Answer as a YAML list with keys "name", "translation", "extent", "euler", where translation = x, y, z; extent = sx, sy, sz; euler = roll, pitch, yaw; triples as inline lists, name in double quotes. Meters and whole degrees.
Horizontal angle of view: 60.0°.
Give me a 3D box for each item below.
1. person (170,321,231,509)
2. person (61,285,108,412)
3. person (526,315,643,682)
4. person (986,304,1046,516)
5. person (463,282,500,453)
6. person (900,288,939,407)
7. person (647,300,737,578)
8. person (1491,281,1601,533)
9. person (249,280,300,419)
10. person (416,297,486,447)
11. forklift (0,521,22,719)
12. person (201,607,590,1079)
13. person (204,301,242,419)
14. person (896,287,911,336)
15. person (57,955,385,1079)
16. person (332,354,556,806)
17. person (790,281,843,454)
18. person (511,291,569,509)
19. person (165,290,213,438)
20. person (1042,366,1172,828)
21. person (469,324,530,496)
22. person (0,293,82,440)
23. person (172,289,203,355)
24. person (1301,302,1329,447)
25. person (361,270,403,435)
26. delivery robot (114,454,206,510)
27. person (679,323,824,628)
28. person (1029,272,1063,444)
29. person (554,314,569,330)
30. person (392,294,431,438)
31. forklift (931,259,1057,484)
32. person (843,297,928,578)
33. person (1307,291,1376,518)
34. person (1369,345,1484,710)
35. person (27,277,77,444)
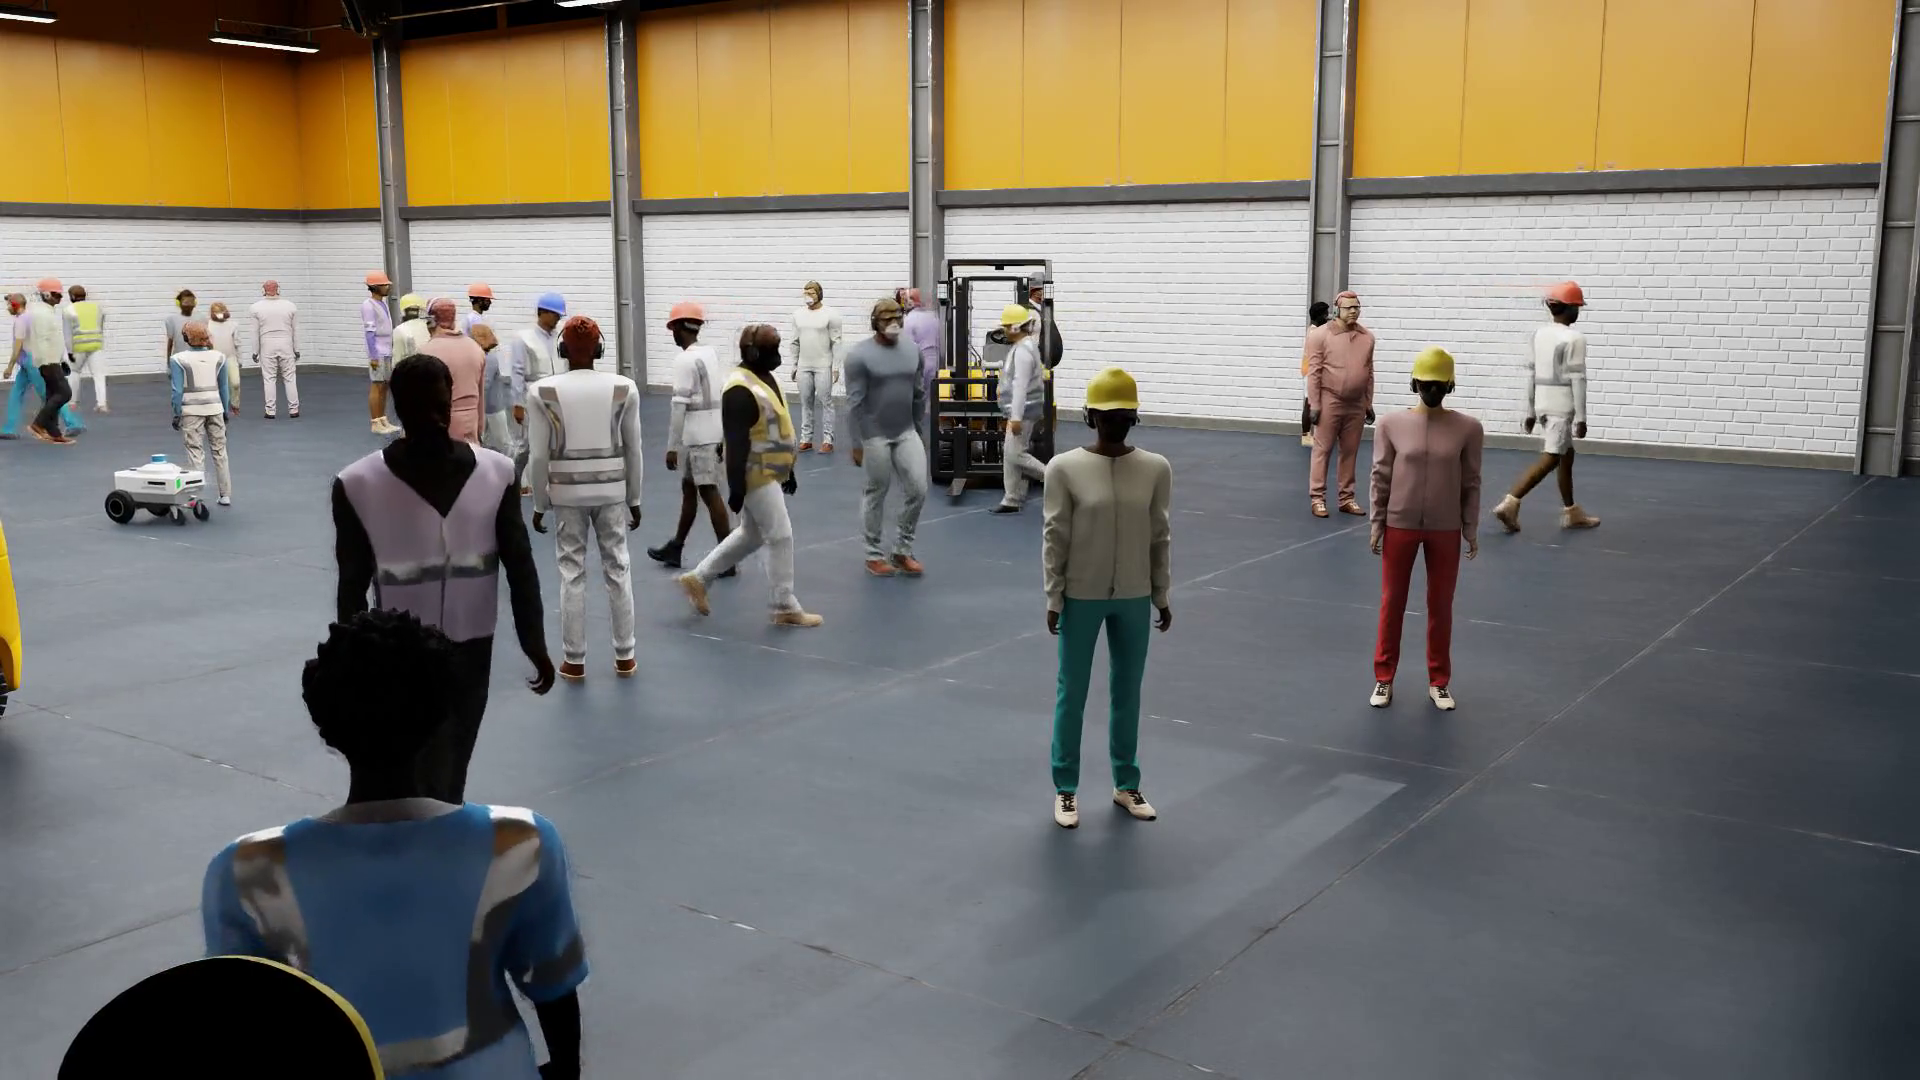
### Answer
- name: "person"
  translation: [-6.632, -1.090, 14.544]
  extent: [0.306, 1.639, 0.523]
  euler: [7, 12, 37]
- name: "person"
  translation: [-12.640, -2.742, 23.916]
  extent: [0.915, 1.803, 0.631]
  euler: [7, 12, 37]
- name: "person"
  translation: [-1.919, -0.206, 8.561]
  extent: [0.574, 1.882, 0.358]
  euler: [-3, 10, -19]
- name: "person"
  translation: [0.579, -1.077, 13.974]
  extent: [0.651, 1.807, 0.590]
  euler: [0, 10, 2]
- name: "person"
  translation: [-5.341, -1.909, 18.571]
  extent: [0.389, 1.929, 0.546]
  euler: [-4, 10, -20]
- name: "person"
  translation: [-0.422, -1.965, 19.131]
  extent: [0.937, 1.862, 0.648]
  euler: [7, 12, 37]
- name: "person"
  translation: [-1.903, -0.694, 11.455]
  extent: [0.831, 1.882, 0.632]
  euler: [2, 10, 10]
- name: "person"
  translation: [4.696, -1.052, 13.224]
  extent: [1.002, 2.009, 0.613]
  euler: [-2, 10, -14]
- name: "person"
  translation: [-9.395, -2.613, 22.844]
  extent: [0.638, 1.903, 0.408]
  euler: [-5, 11, -29]
- name: "person"
  translation: [-3.629, -0.757, 11.778]
  extent: [0.403, 1.904, 0.651]
  euler: [4, 10, 22]
- name: "forklift"
  translation: [-5.296, -0.090, 6.943]
  extent: [1.214, 2.155, 2.313]
  euler: [7, 12, 35]
- name: "person"
  translation: [-0.843, 0.914, 2.569]
  extent: [0.548, 1.641, 0.889]
  euler: [-3, 10, -19]
- name: "person"
  translation: [-10.043, -2.441, 22.677]
  extent: [0.500, 1.617, 0.400]
  euler: [-6, 11, -32]
- name: "person"
  translation: [-0.678, -2.084, 19.849]
  extent: [0.399, 1.848, 0.486]
  euler: [-2, 10, -13]
- name: "person"
  translation: [-0.447, 1.111, 1.129]
  extent: [0.295, 1.744, 0.484]
  euler: [6, 11, 31]
- name: "person"
  translation: [-1.631, 0.349, 5.307]
  extent: [0.595, 1.868, 0.995]
  euler: [-7, 12, -37]
- name: "person"
  translation: [-1.627, -1.935, 18.686]
  extent: [0.636, 1.938, 0.358]
  euler: [4, 10, 23]
- name: "person"
  translation: [-3.709, -1.229, 14.609]
  extent: [0.613, 1.904, 0.861]
  euler: [-8, 13, -40]
- name: "person"
  translation: [-9.546, -2.197, 20.640]
  extent: [0.535, 1.820, 0.986]
  euler: [-9, 13, -42]
- name: "person"
  translation: [0.569, 0.218, 6.383]
  extent: [0.522, 1.768, 0.312]
  euler: [-3, 10, -15]
- name: "person"
  translation: [-4.338, -1.153, 15.079]
  extent: [0.867, 1.584, 0.512]
  euler: [-5, 11, -27]
- name: "person"
  translation: [-11.277, -2.111, 20.219]
  extent: [1.011, 1.782, 0.580]
  euler: [-5, 11, -28]
- name: "person"
  translation: [-10.738, -2.599, 23.160]
  extent: [0.310, 1.768, 0.533]
  euler: [6, 11, 30]
- name: "person"
  translation: [4.136, -1.928, 19.387]
  extent: [0.318, 1.691, 0.530]
  euler: [2, 10, 10]
- name: "person"
  translation: [-7.214, -2.332, 20.737]
  extent: [0.366, 2.046, 0.614]
  euler: [0, 10, -1]
- name: "delivery robot"
  translation: [-6.626, -0.467, 13.780]
  extent: [0.707, 0.478, 0.477]
  euler: [3, 10, 18]
- name: "person"
  translation: [-1.258, -0.377, 9.807]
  extent: [0.837, 1.811, 0.629]
  euler: [1, 10, 6]
- name: "person"
  translation: [0.933, -2.102, 19.380]
  extent: [0.537, 2.000, 0.683]
  euler: [4, 10, 21]
- name: "person"
  translation: [-5.465, -2.444, 22.656]
  extent: [0.519, 1.629, 0.386]
  euler: [-8, 12, -39]
- name: "person"
  translation: [-5.784, -1.725, 17.811]
  extent: [0.580, 1.807, 0.629]
  euler: [6, 11, 30]
- name: "forklift"
  translation: [0.370, -1.738, 16.759]
  extent: [1.214, 2.155, 2.313]
  euler: [1, 10, 3]
- name: "person"
  translation: [-0.460, -0.679, 11.268]
  extent: [0.651, 1.916, 0.599]
  euler: [-6, 11, -32]
- name: "person"
  translation: [3.239, -1.144, 14.074]
  extent: [0.637, 1.911, 0.403]
  euler: [-3, 10, -18]
- name: "person"
  translation: [2.235, -0.055, 8.012]
  extent: [0.523, 1.767, 0.318]
  euler: [2, 10, 10]
- name: "person"
  translation: [-10.656, -2.093, 19.523]
  extent: [0.463, 1.974, 0.609]
  euler: [-4, 10, -23]
